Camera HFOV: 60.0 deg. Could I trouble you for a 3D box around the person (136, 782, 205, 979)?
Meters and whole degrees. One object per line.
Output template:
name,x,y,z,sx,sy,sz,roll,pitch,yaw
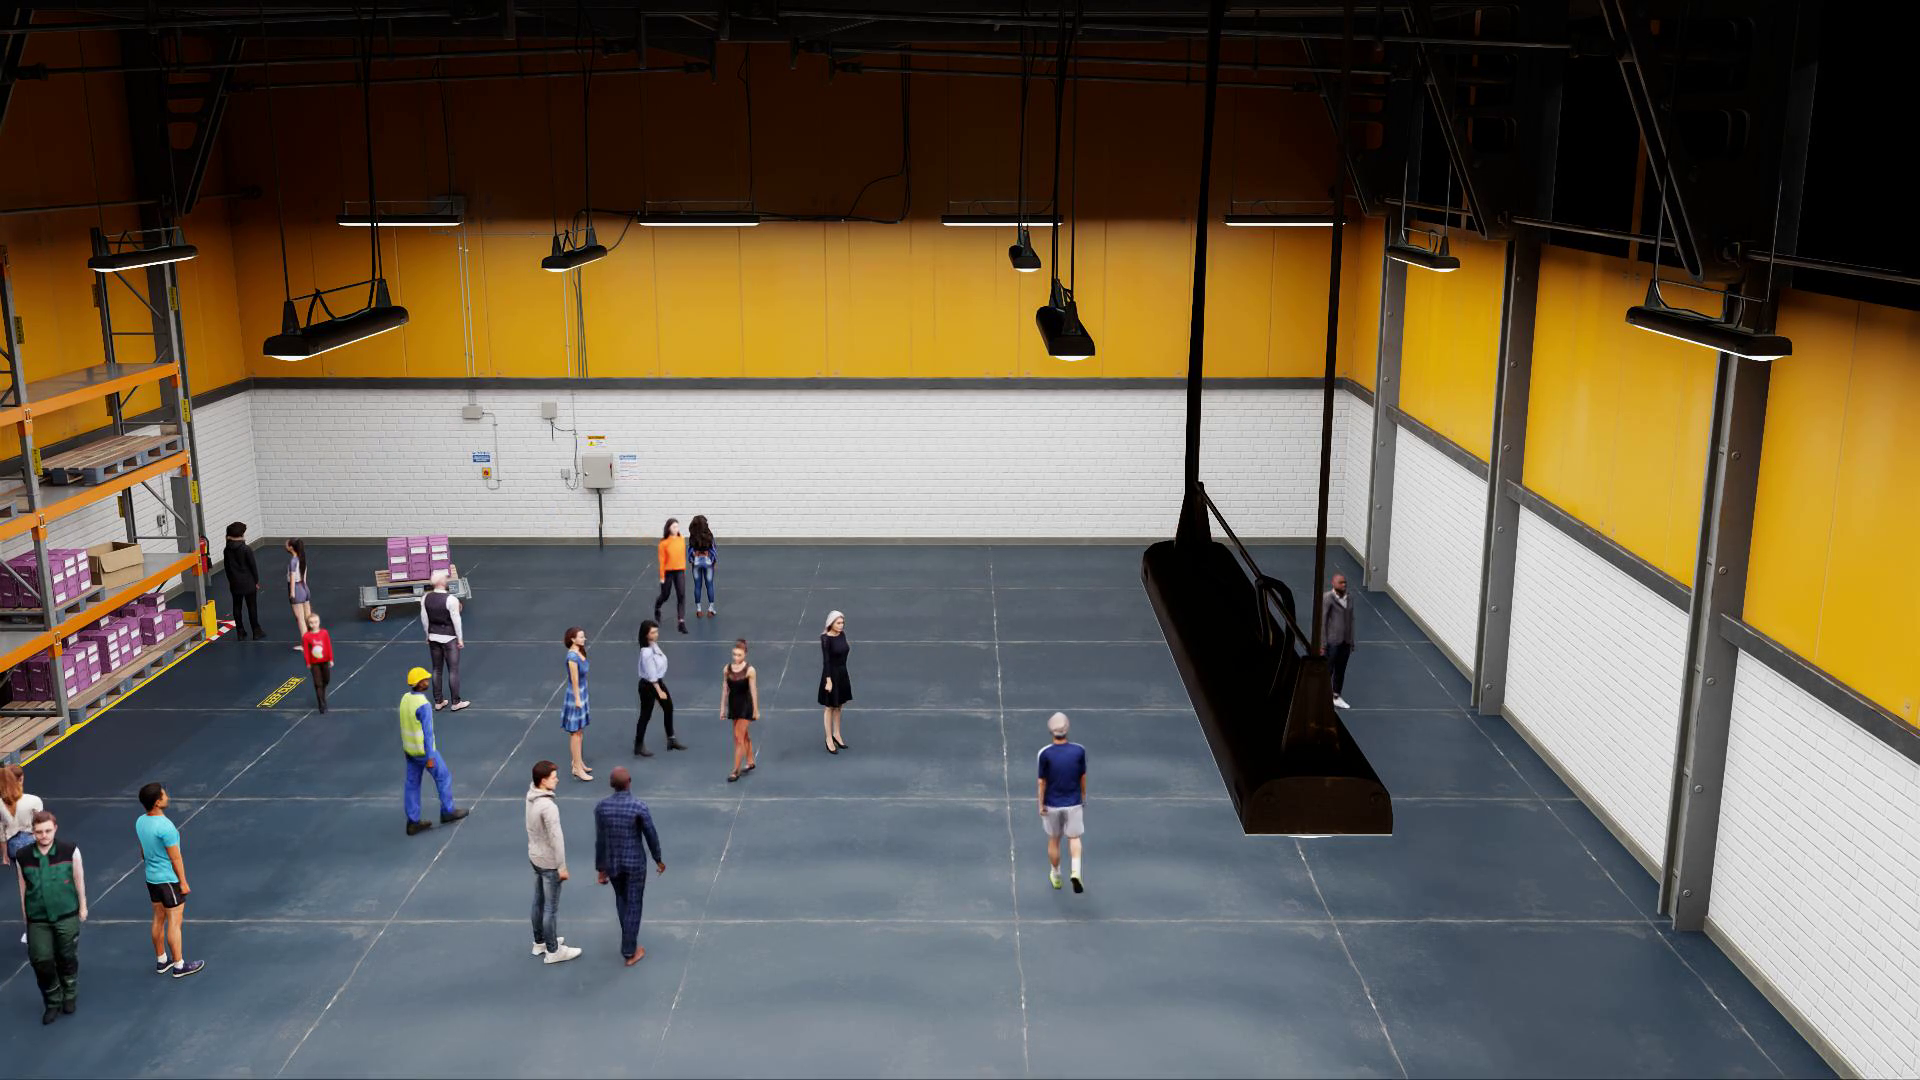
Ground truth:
person,-7.009,2.980,14.632,0.692,1.777,0.687,7,15,28

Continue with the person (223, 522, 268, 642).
person,-10.547,0.601,24.447,0.622,1.781,0.608,1,14,3

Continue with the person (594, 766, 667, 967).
person,-3.015,2.926,14.817,0.780,1.794,0.890,3,14,11

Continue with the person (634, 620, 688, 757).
person,-3.741,1.787,19.695,0.741,1.712,0.805,1,14,4

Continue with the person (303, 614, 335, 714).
person,-8.310,1.568,21.549,0.797,1.266,0.913,-10,17,-36

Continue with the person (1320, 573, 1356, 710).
person,4.857,1.302,21.476,0.809,1.817,0.775,-7,15,-27

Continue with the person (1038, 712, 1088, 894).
person,1.020,2.585,16.157,0.719,1.826,0.958,-2,14,-8

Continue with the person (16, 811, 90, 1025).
person,-7.618,3.109,13.996,0.783,1.826,0.822,-6,15,-23

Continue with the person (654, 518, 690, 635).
person,-4.357,0.525,24.902,1.083,1.715,1.180,-11,18,-39

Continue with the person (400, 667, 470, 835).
person,-5.786,2.246,17.622,0.993,1.796,1.078,10,17,37

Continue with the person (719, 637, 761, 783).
person,-2.480,1.920,19.256,0.826,1.660,0.967,7,15,28

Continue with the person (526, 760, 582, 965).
person,-3.731,2.869,14.937,0.820,1.849,0.731,-10,17,-36

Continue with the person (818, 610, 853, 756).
person,-1.501,1.689,20.023,0.756,1.748,0.664,8,16,31

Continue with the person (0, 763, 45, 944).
person,-8.530,2.884,15.192,0.615,1.699,0.971,0,14,1

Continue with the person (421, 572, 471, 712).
person,-6.666,1.304,21.455,0.746,1.822,0.686,4,14,14

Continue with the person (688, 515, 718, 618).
person,-3.971,0.387,25.682,0.598,1.616,0.536,0,14,-1

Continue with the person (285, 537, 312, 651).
person,-9.539,0.764,24.062,0.651,1.646,0.442,1,14,3

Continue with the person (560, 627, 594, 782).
person,-4.401,1.867,19.167,0.758,1.805,0.560,-2,14,-8
